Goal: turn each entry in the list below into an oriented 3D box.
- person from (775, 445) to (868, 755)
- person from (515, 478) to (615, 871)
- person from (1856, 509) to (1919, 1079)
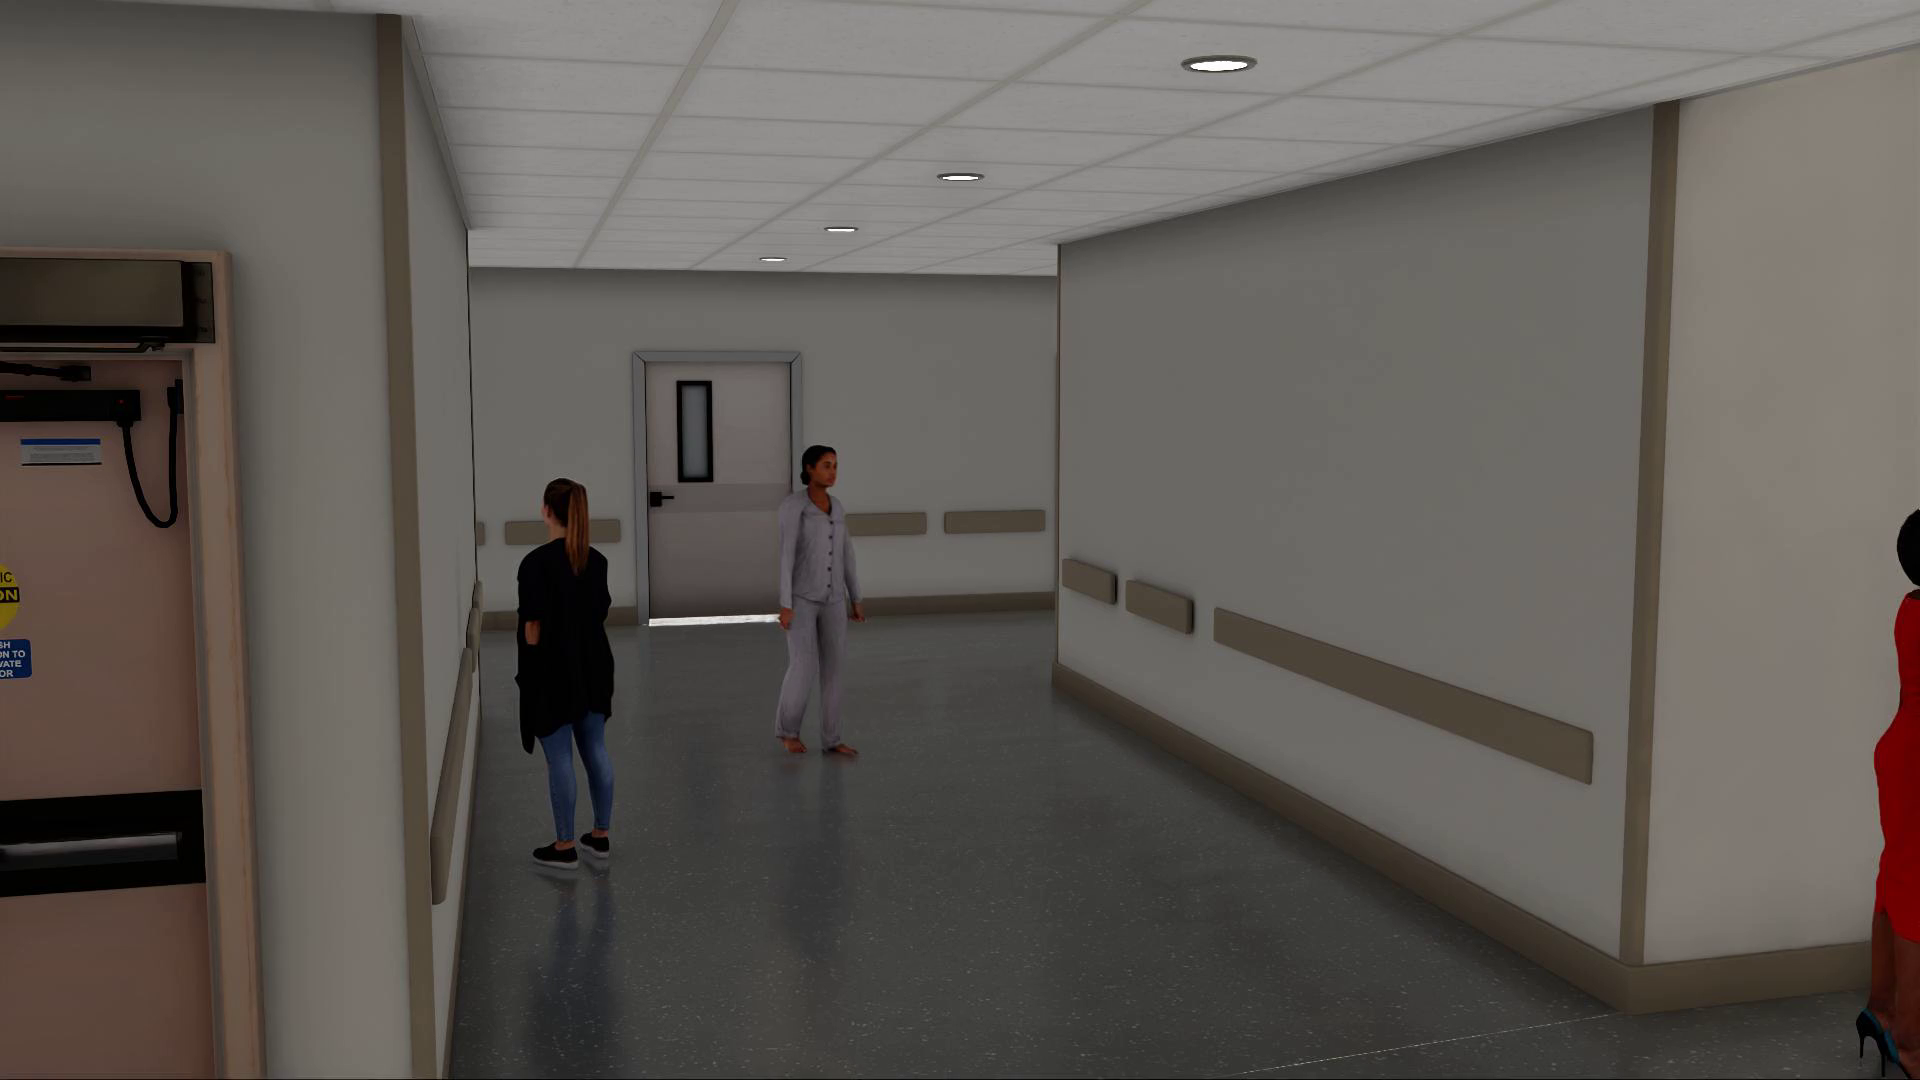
[{"bbox_3d":[-0.852,0.330,9.340,0.785,1.730,0.879,-5,8,-43],"label":"person"},{"bbox_3d":[-1.690,0.569,7.197,0.781,1.683,0.679,5,8,42],"label":"person"},{"bbox_3d":[2.910,0.758,5.015,0.656,1.743,0.641,2,6,15],"label":"person"}]
